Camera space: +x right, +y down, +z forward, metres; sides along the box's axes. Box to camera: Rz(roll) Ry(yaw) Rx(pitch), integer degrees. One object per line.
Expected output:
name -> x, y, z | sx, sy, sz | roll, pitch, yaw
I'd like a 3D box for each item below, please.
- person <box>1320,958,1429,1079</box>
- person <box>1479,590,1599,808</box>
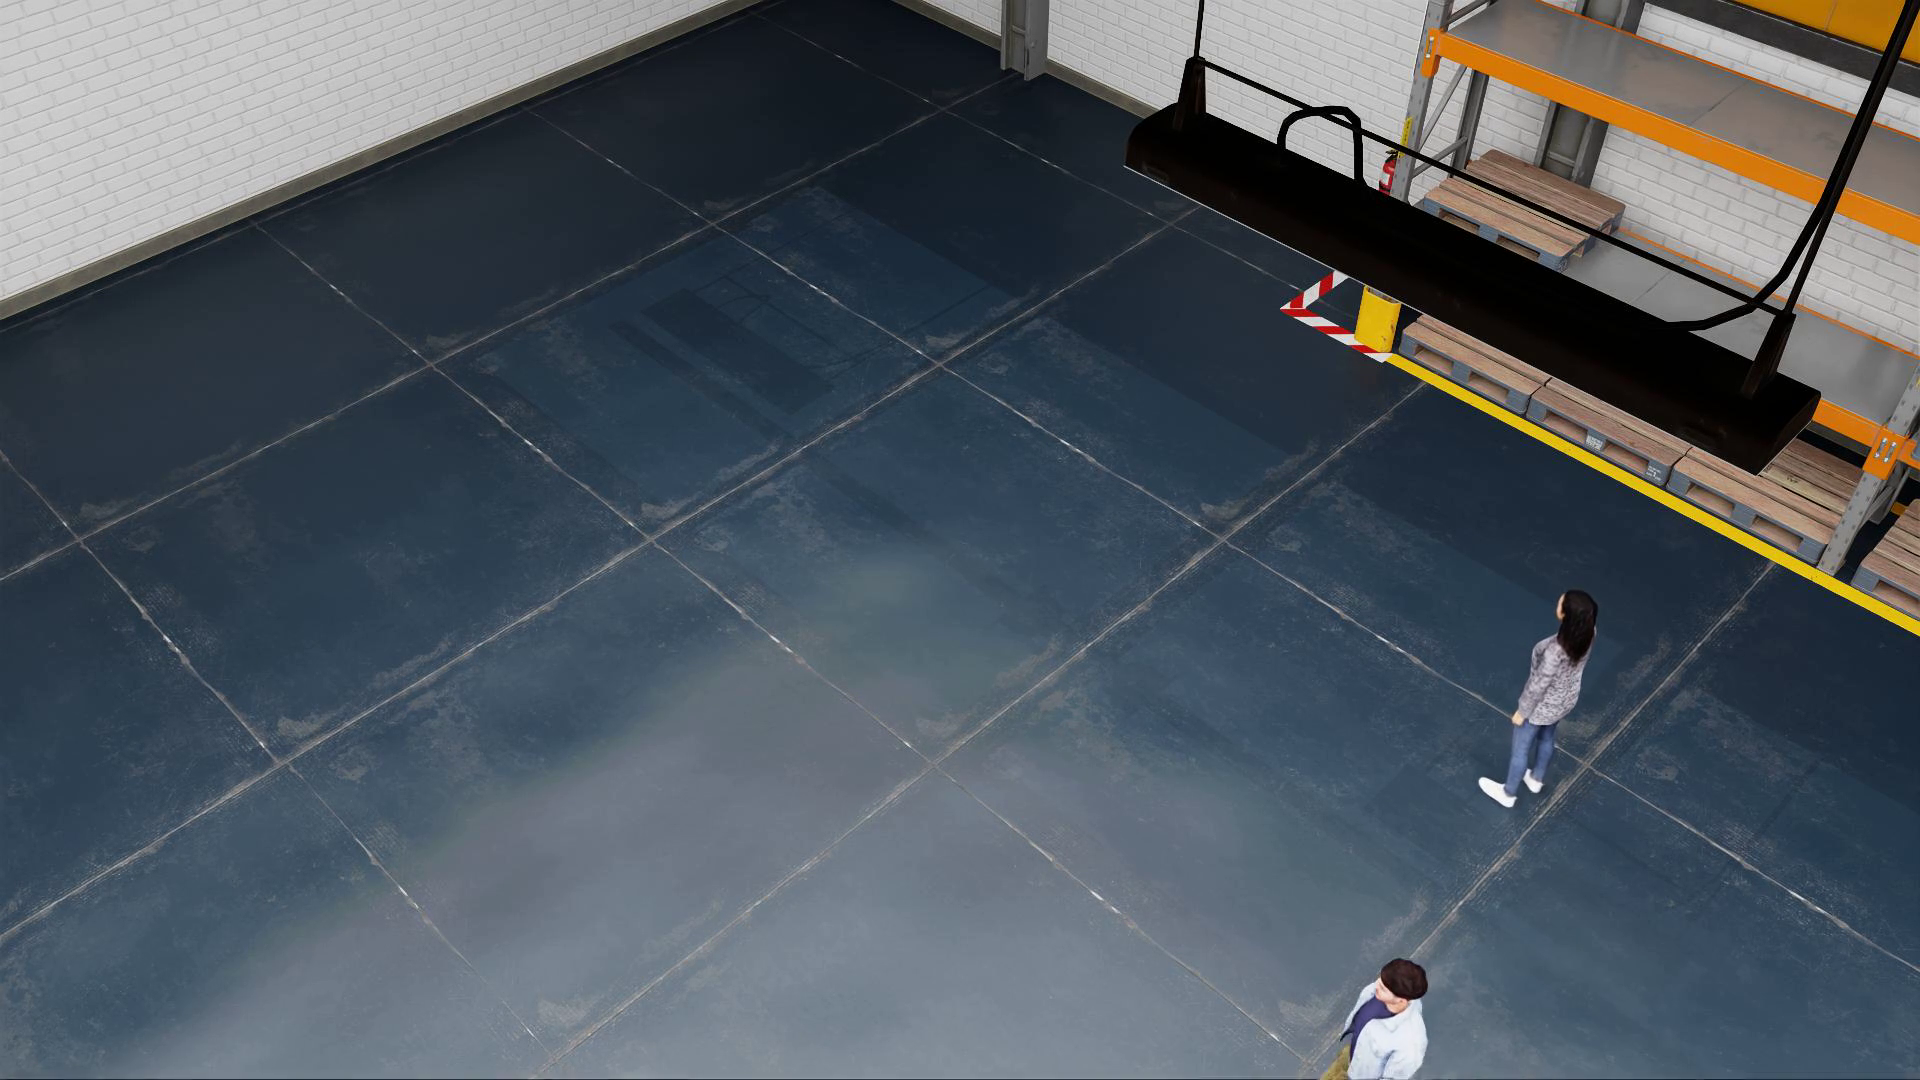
person -> 2.142, 2.638, 8.252 | 0.896, 1.800, 0.835 | 0, 44, 0
person -> 3.562, 0.965, 10.059 | 0.648, 1.731, 0.580 | -27, 50, -25
